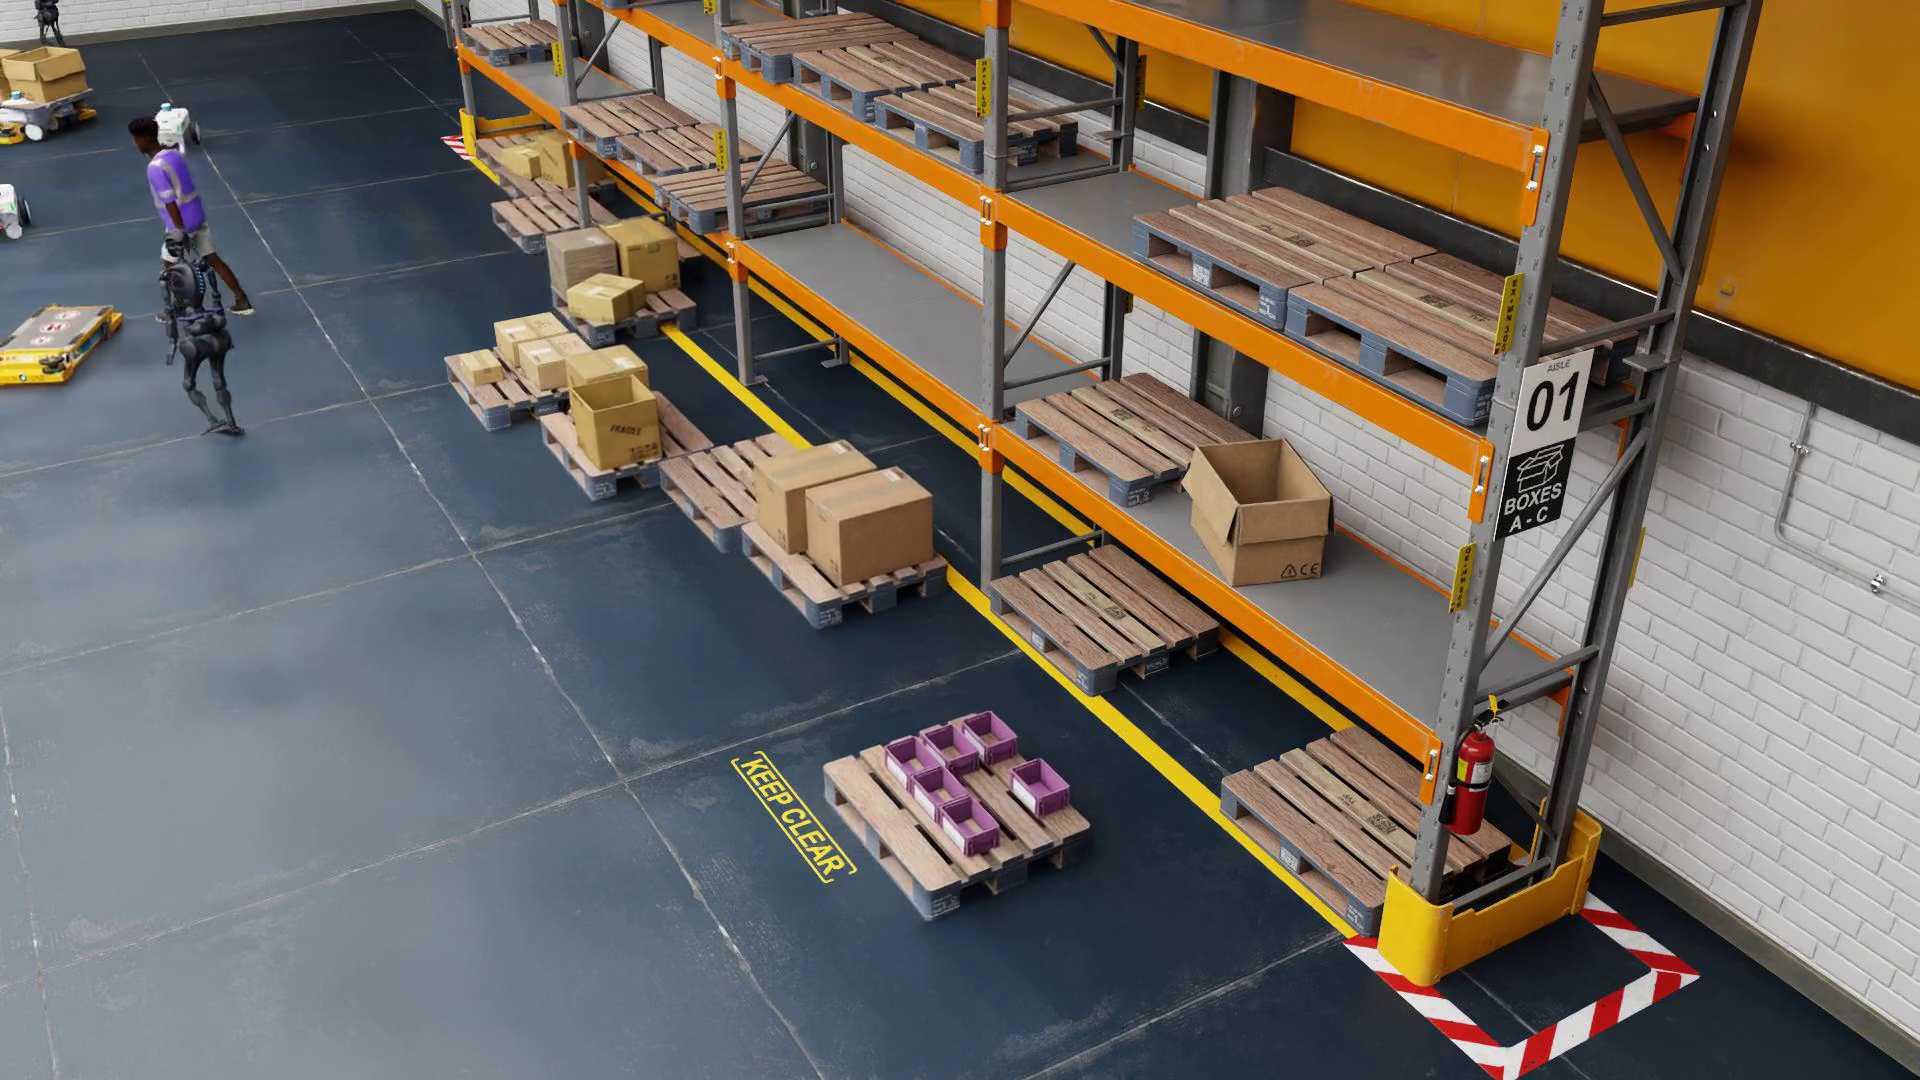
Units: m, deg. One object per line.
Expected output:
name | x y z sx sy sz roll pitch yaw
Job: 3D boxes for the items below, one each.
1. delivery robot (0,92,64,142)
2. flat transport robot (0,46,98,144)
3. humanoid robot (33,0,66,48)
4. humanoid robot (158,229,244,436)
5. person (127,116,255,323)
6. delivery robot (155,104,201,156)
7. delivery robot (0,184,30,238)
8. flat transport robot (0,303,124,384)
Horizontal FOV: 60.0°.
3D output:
delivery robot | -11.605 -5.247 20.601 0.793 0.590 0.499 1 30 1
flat transport robot | -11.688 -5.284 20.960 0.659 0.231 1.431 9 31 16
humanoid robot | -12.904 -7.505 23.450 0.375 1.639 0.616 -7 30 -13
humanoid robot | -5.960 -1.614 13.061 0.444 1.629 0.622 12 32 19
person | -7.010 -2.906 15.112 0.863 1.912 0.624 1 30 1
delivery robot | -9.536 -4.983 20.115 0.499 0.571 0.756 -7 30 -12
delivery robot | -10.125 -3.493 17.523 0.500 0.610 0.782 -14 32 -23
flat transport robot | -8.010 -1.750 14.722 0.659 0.231 1.431 -2 30 -4
